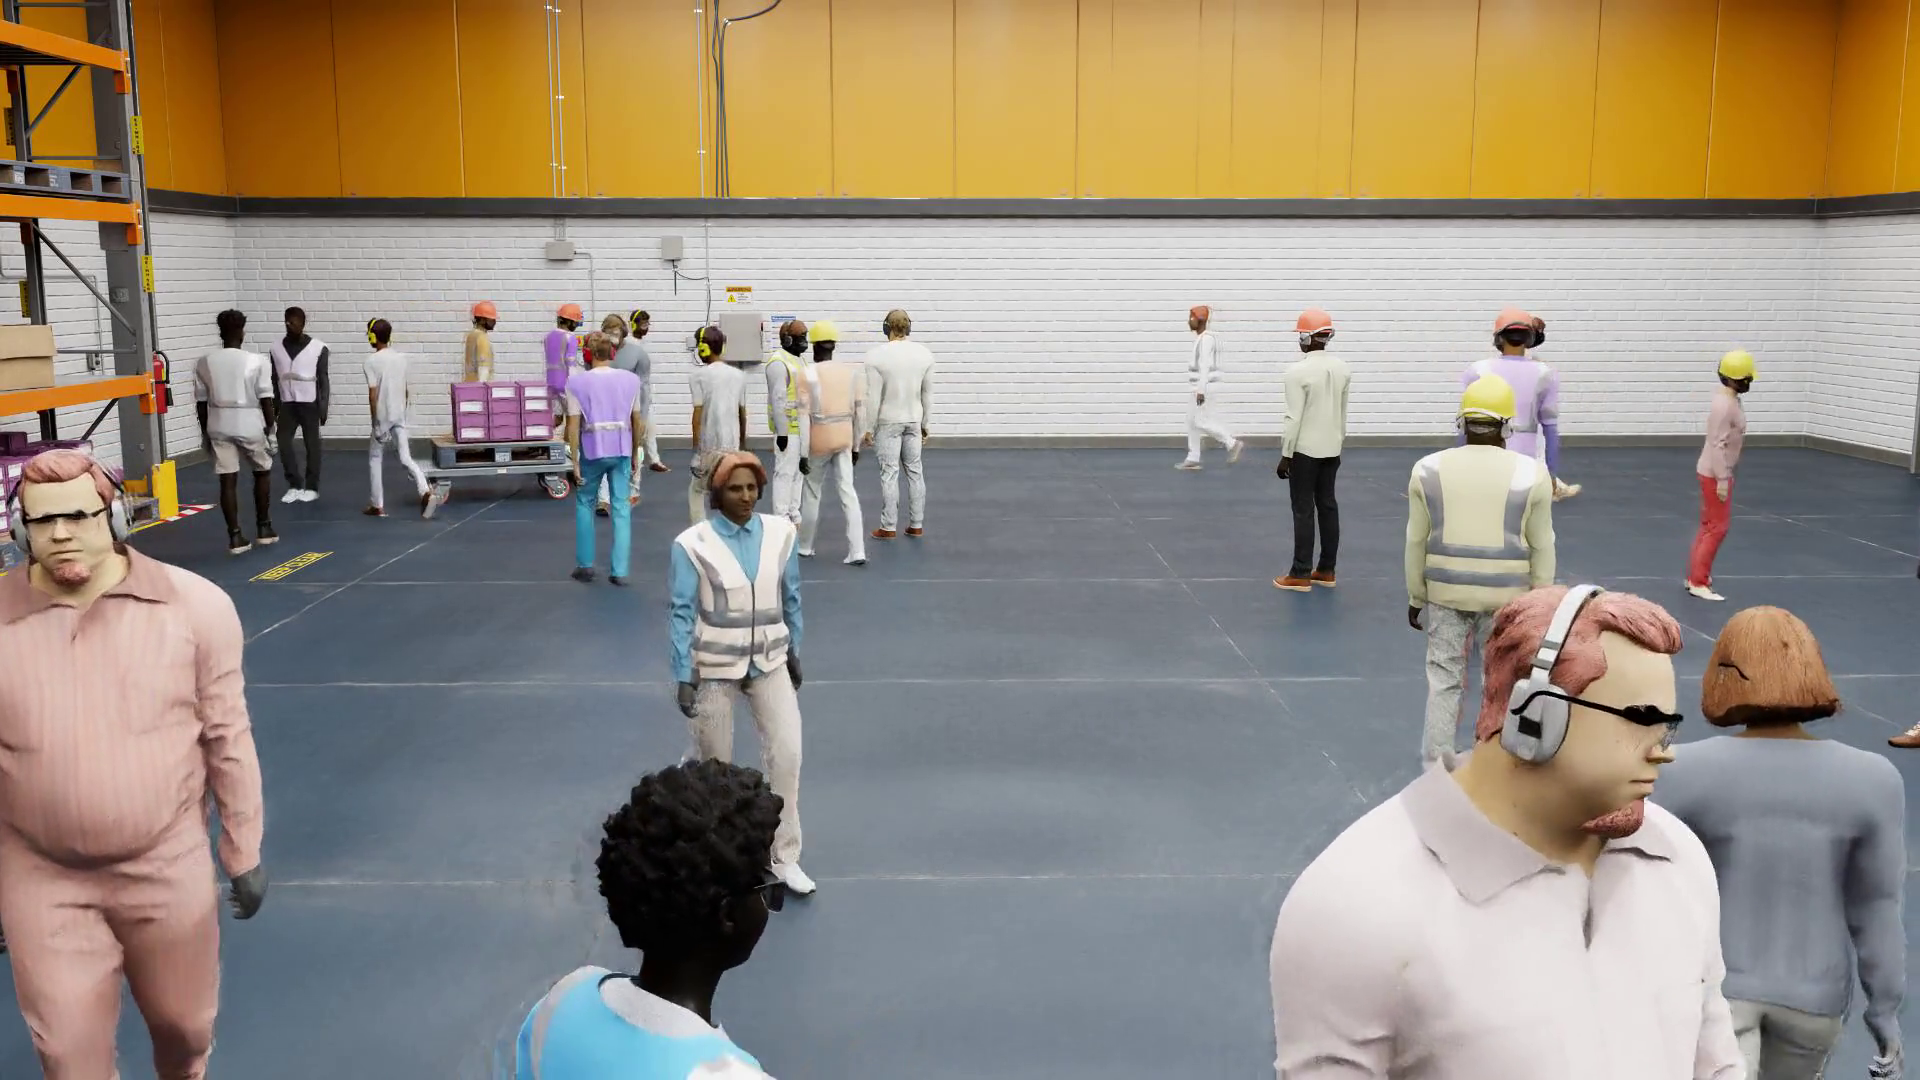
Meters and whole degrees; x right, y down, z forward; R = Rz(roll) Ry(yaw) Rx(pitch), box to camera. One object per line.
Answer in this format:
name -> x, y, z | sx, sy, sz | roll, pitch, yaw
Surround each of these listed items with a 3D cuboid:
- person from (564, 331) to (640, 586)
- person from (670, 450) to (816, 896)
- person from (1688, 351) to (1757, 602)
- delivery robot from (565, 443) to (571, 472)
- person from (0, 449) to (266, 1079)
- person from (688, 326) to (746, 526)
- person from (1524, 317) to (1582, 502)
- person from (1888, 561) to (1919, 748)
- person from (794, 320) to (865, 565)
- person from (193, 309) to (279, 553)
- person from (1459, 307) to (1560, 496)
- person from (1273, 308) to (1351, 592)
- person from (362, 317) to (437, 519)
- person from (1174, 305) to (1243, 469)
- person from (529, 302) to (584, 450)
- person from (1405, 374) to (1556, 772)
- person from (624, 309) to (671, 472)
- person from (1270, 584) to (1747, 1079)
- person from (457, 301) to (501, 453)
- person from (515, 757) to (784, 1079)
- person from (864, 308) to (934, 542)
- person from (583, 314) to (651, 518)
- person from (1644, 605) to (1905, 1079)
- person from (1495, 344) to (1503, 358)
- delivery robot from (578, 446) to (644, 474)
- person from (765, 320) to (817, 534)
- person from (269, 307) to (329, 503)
person -> -2.592, -0.593, 12.035 | 0.572, 1.817, 0.732 | -5, 10, -27
person -> -0.761, 0.493, 5.976 | 0.552, 1.614, 0.665 | -6, 11, -30
person -> 5.242, -0.447, 11.440 | 0.363, 1.716, 0.729 | 5, 10, 27
delivery robot -> -3.871, -0.915, 17.578 | 0.707, 0.478, 0.477 | -5, 10, -28
person -> -1.959, 0.713, 3.838 | 0.652, 1.878, 0.812 | -4, 10, -24
person -> -1.875, -0.681, 12.491 | 0.572, 1.832, 0.783 | -8, 12, -40
person -> 5.593, -1.273, 16.254 | 0.940, 1.791, 0.640 | 1, 9, 8
person -> 4.639, 0.088, 7.601 | 0.399, 1.903, 0.643 | -3, 10, -16
person -> -1.013, -0.751, 12.838 | 0.617, 1.875, 0.992 | -6, 11, -33
person -> -5.807, -0.891, 13.457 | 0.644, 1.939, 0.760 | -1, 9, -7
person -> 3.547, -0.490, 10.785 | 0.670, 2.017, 0.537 | 1, 9, 7
person -> 2.484, -0.634, 11.738 | 0.612, 1.995, 0.376 | -7, 12, -36
person -> -5.139, -1.092, 15.075 | 0.888, 1.831, 0.510 | 7, 12, 38
person -> 2.799, -1.706, 18.710 | 0.669, 1.863, 0.586 | -1, 9, -3
person -> -4.563, -1.741, 18.849 | 0.570, 1.893, 0.707 | 7, 12, 38
person -> 2.168, 0.228, 6.951 | 0.600, 1.831, 0.404 | 5, 10, 26
person -> -3.656, -1.662, 18.581 | 0.782, 1.832, 0.589 | 3, 10, 18
person -> 0.747, 0.998, 2.057 | 0.671, 1.881, 0.557 | -4, 10, -24
person -> -5.305, -1.684, 18.422 | 0.484, 1.918, 0.553 | -6, 11, -32
person -> -0.404, 1.103, 2.041 | 0.445, 1.678, 0.561 | -8, 12, -39
person -> -0.516, -0.954, 13.875 | 0.633, 1.939, 0.368 | -5, 11, -29
person -> -3.181, -1.154, 15.371 | 0.676, 1.863, 1.038 | 0, 9, 1
person -> 1.641, 0.928, 3.410 | 0.517, 1.586, 0.849 | 2, 9, 13
person -> 5.642, -1.384, 17.280 | 0.369, 1.684, 0.540 | 1, 9, 6
delivery robot -> -3.622, -0.847, 17.160 | 0.707, 0.478, 0.477 | -2, 9, -13
person -> -1.397, -0.927, 14.006 | 0.429, 1.841, 0.634 | 2, 10, 14
person -> -6.417, -1.296, 16.090 | 0.629, 1.897, 0.629 | 1, 9, 4
